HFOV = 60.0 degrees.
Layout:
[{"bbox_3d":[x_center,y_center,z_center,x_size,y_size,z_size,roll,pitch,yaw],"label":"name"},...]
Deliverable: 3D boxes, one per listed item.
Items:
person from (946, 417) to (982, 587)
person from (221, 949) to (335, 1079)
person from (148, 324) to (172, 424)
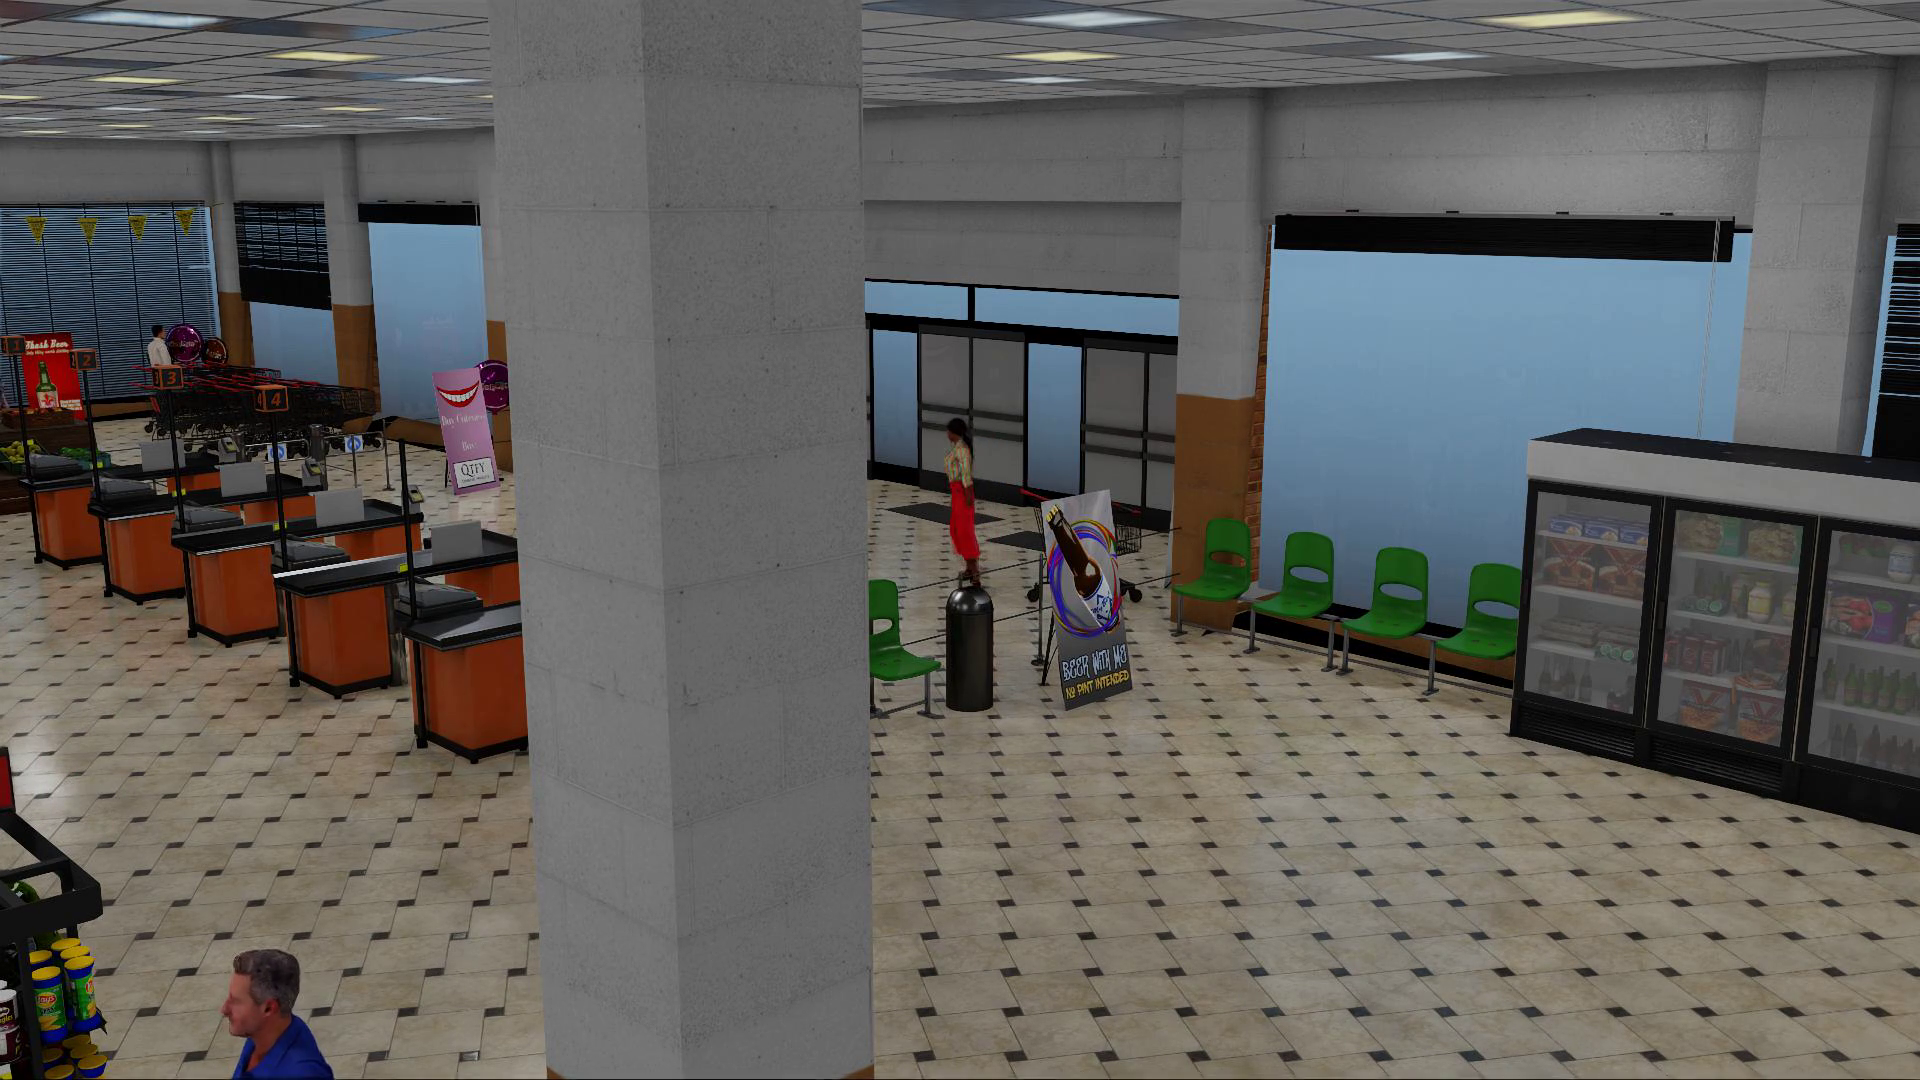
[{"bbox_3d":[0.081,-0.382,17.485,0.846,1.765,0.830,-4,12,-17],"label":"person"},{"bbox_3d":[-2.119,2.149,5.302,0.626,1.831,0.765,-8,14,-33],"label":"person"},{"bbox_3d":[-14.054,-2.887,29.267,0.678,1.811,0.590,9,15,37],"label":"person"}]
